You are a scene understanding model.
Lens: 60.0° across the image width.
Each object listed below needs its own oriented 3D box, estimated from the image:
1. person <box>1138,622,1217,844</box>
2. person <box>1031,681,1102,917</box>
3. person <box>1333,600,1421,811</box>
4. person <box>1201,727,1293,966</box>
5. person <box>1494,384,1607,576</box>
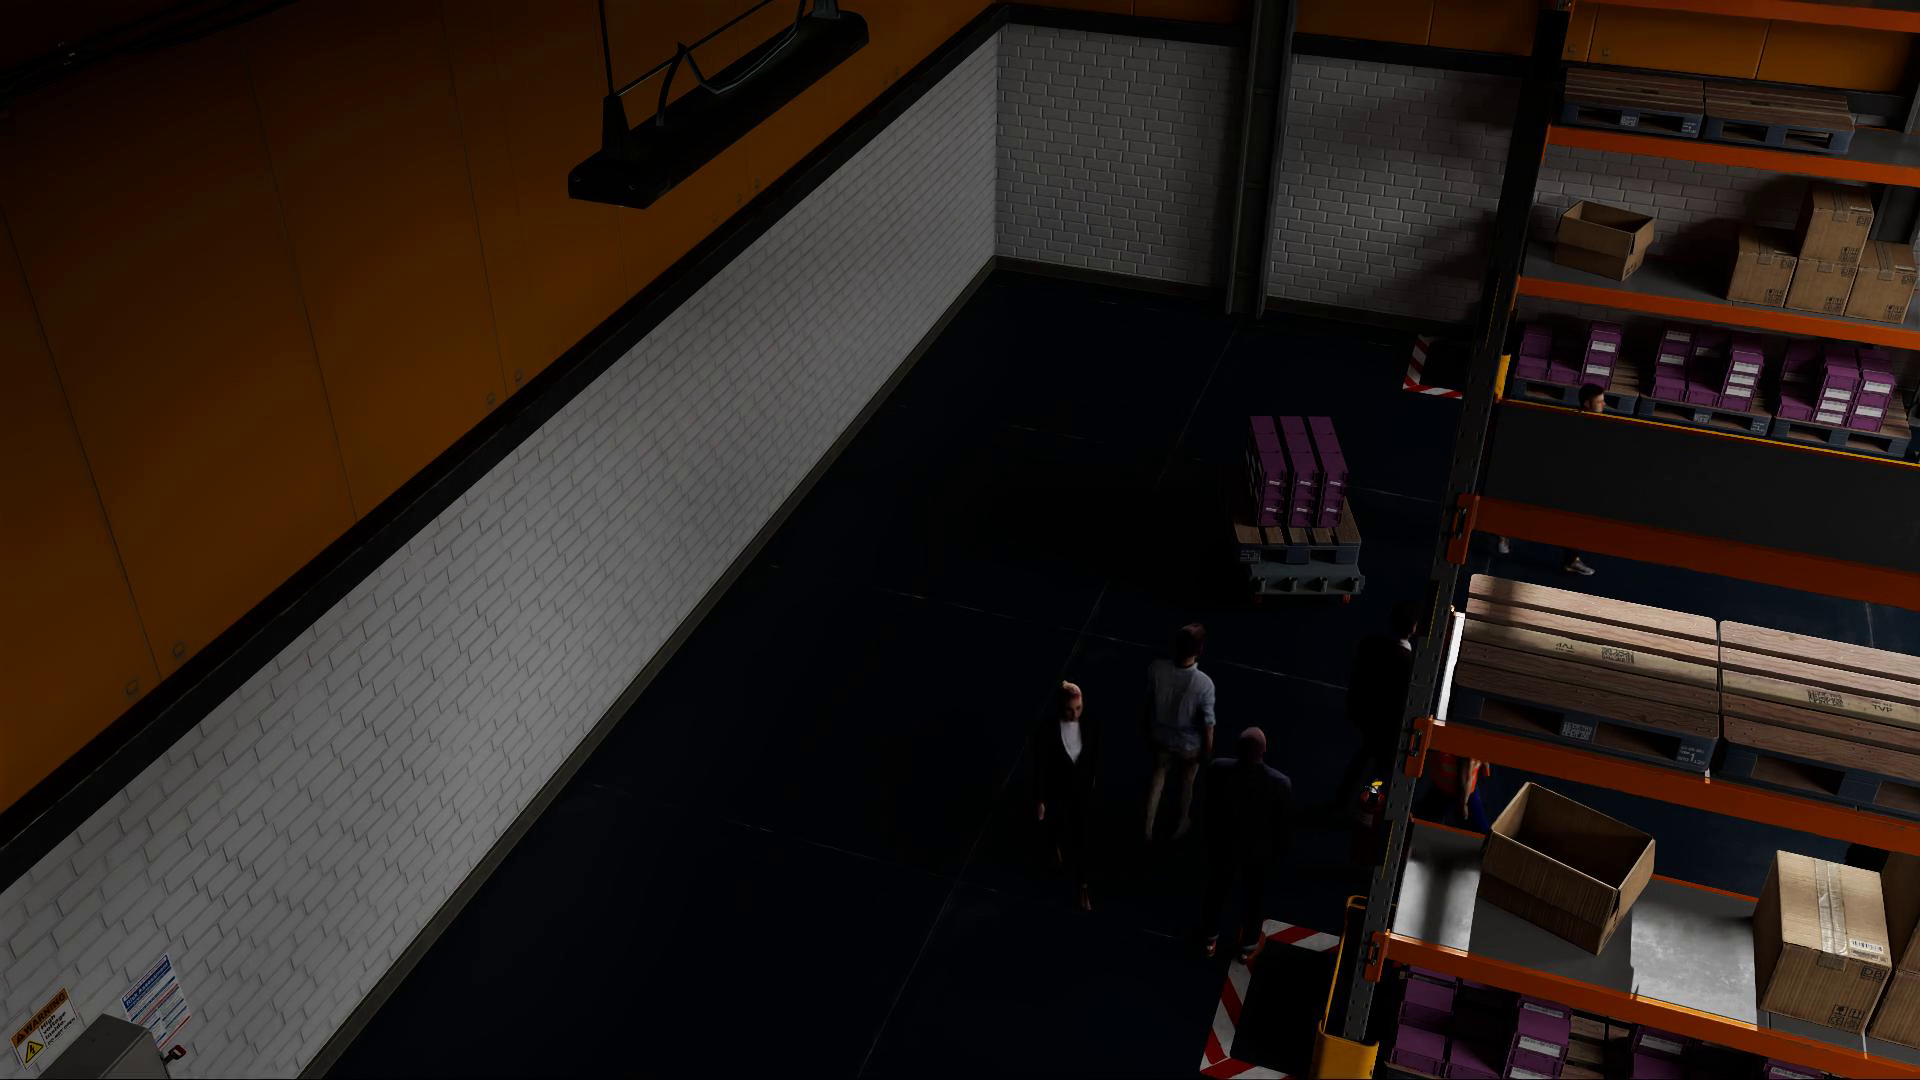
[{"bbox_3d":[1.378,1.353,10.890,0.822,1.830,0.814,18,38,25],"label":"person"},{"bbox_3d":[0.660,1.546,10.742,1.005,1.673,1.000,-7,34,-11],"label":"person"},{"bbox_3d":[2.774,1.222,11.067,0.902,1.853,0.828,-19,38,-26],"label":"person"},{"bbox_3d":[1.718,1.859,10.142,0.517,1.817,0.740,12,35,17],"label":"person"},{"bbox_3d":[4.941,-0.500,13.766,1.193,1.734,0.885,23,40,31],"label":"person"}]
